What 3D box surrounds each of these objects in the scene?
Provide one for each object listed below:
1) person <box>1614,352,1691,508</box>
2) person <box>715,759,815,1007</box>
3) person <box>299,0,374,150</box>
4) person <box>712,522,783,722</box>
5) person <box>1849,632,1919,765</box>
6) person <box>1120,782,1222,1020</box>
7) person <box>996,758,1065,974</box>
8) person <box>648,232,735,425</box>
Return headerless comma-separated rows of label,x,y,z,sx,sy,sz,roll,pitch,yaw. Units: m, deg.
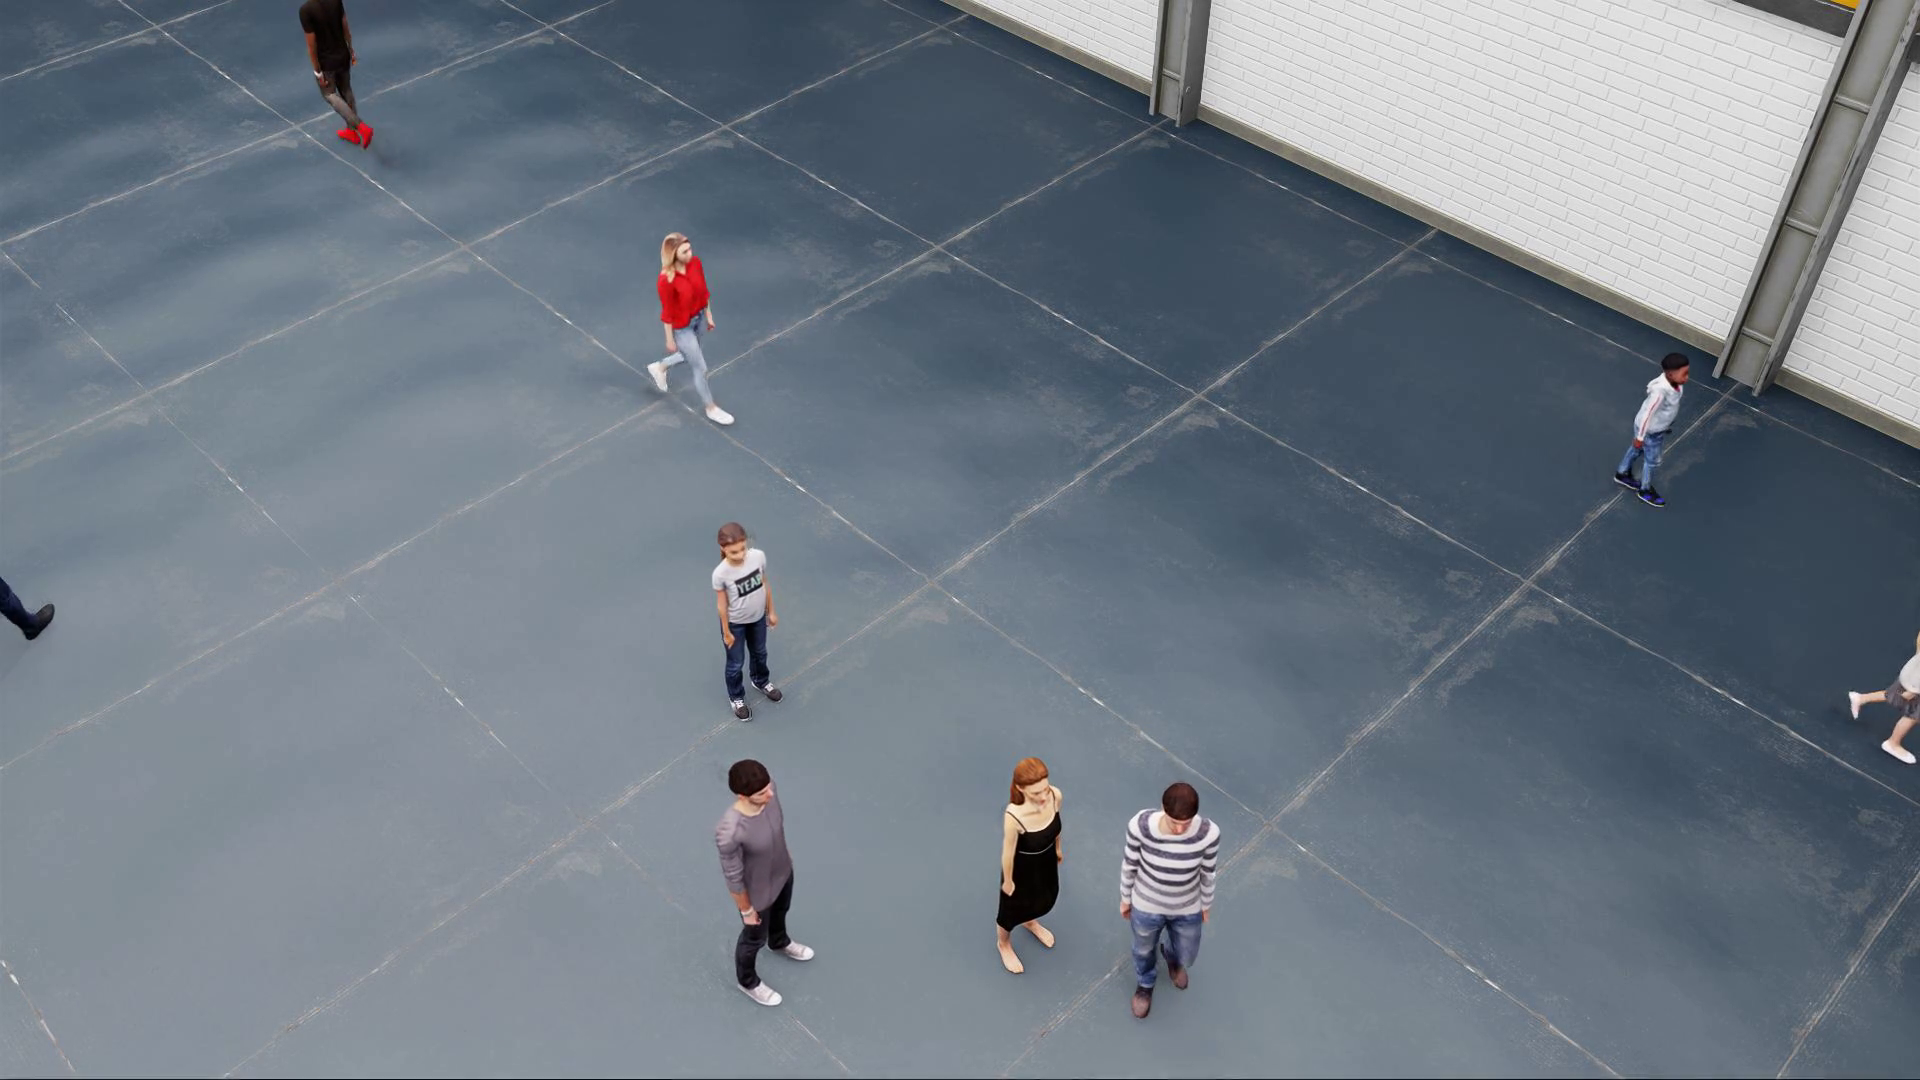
person,5.015,-0.875,12.157,0.667,1.251,0.526,29,51,27
person,-1.083,1.793,8.925,0.665,1.847,0.740,19,47,19
person,-5.811,-4.473,15.542,0.954,1.792,0.733,26,50,25
person,-1.364,0.472,10.518,0.561,1.561,0.546,-30,51,-28
person,5.943,0.827,10.364,0.758,1.260,0.536,31,52,29
person,1.086,1.869,8.848,0.798,1.844,0.868,5,44,5
person,0.381,1.753,9.128,0.584,1.624,0.583,-30,51,-28
person,-2.127,-1.644,12.651,1.094,1.684,0.793,23,48,22
